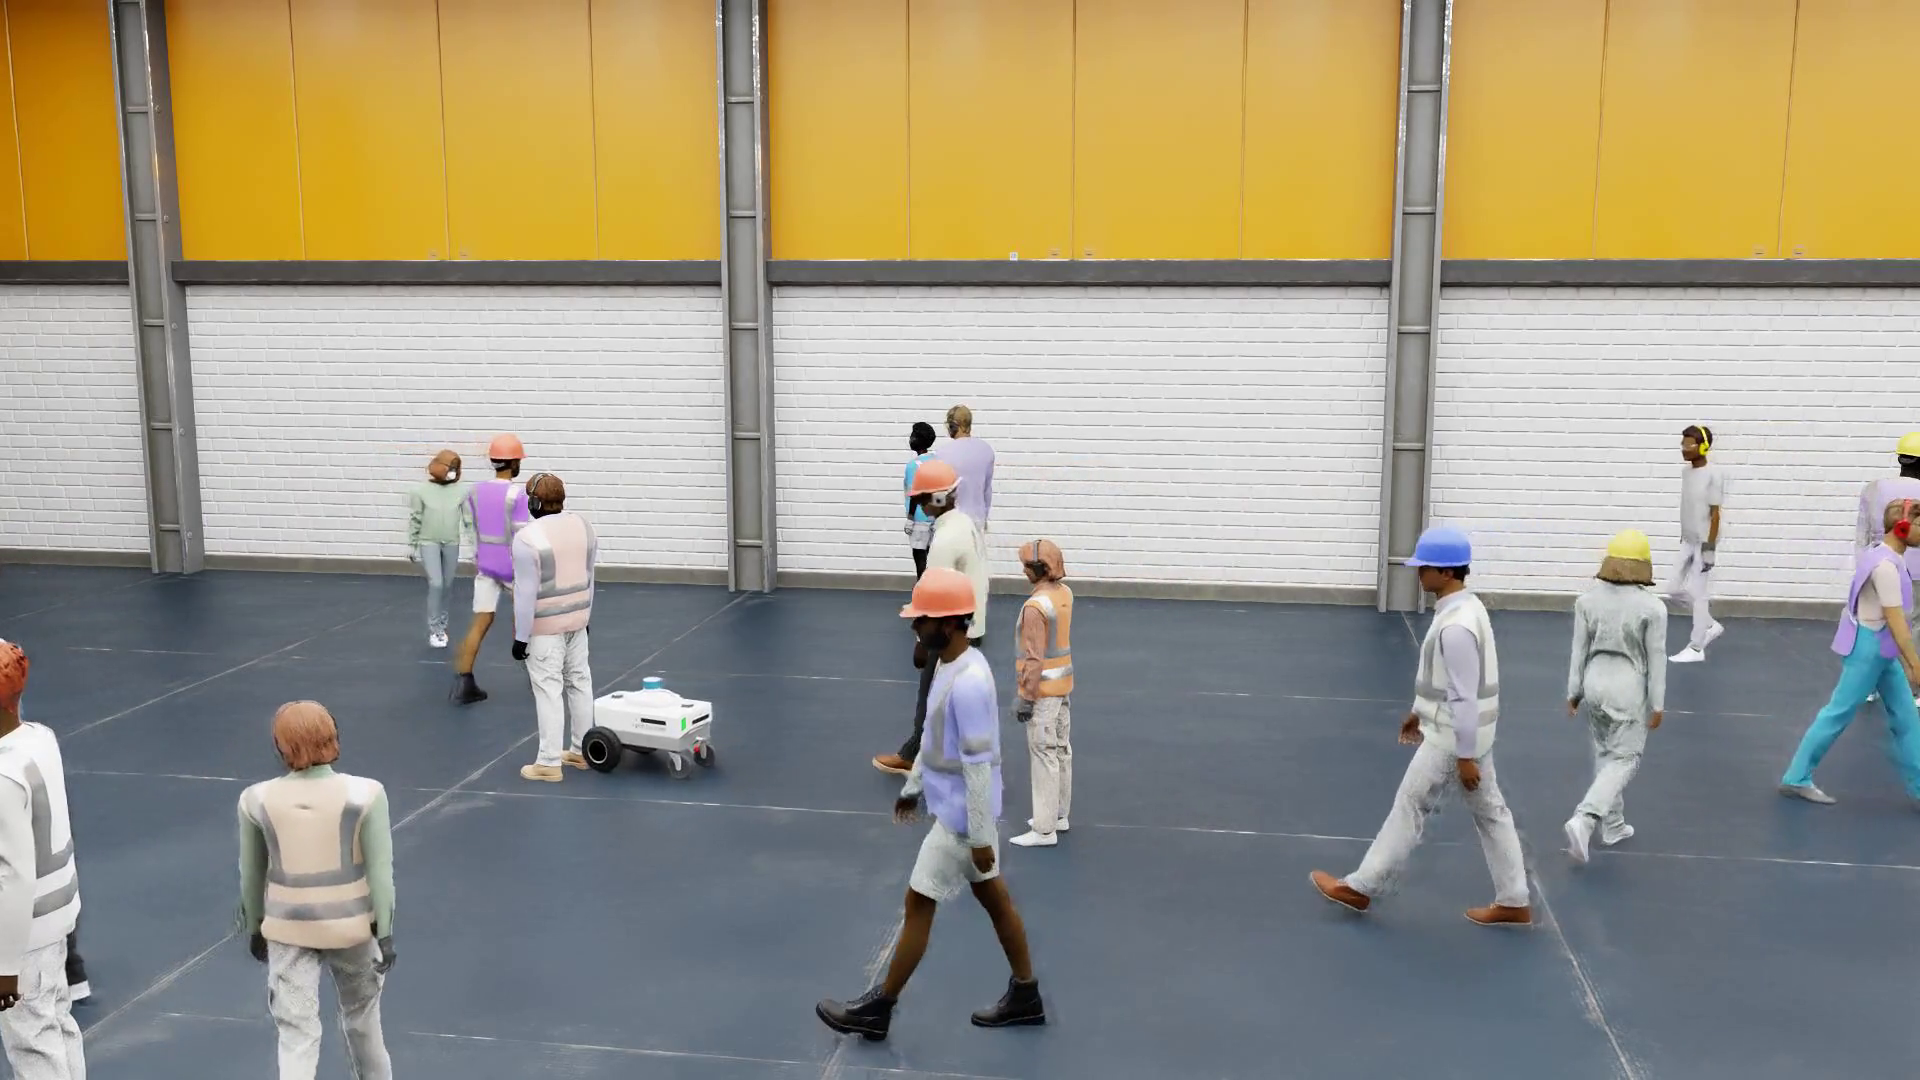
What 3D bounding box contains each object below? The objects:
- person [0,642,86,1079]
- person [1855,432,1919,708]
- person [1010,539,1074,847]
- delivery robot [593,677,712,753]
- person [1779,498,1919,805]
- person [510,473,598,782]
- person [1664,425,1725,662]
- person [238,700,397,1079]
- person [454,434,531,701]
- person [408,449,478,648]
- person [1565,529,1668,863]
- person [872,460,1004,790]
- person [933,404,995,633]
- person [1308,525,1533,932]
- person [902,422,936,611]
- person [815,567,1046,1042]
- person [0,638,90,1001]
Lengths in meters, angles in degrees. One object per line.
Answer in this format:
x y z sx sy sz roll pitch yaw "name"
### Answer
-2.997 1.245 5.301 0.341 1.882 0.586 -3 10 -19 "person"
6.549 0.207 11.568 0.382 1.924 0.594 -8 12 -41 "person"
0.448 0.802 8.786 0.308 1.639 0.510 4 10 22 "person"
-1.867 1.080 10.117 0.707 0.478 0.477 4 10 25 "delivery robot"
5.158 0.652 9.281 1.007 1.779 0.559 6 11 34 "person"
-2.440 0.515 9.935 0.430 1.845 0.620 6 11 31 "person"
5.731 0.038 12.857 0.442 1.857 0.529 -2 9 -11 "person"
-2.183 1.336 5.654 0.531 1.589 0.885 -1 9 -8 "person"
-3.264 0.186 11.856 0.555 1.886 1.033 4 10 24 "person"
-4.161 0.066 13.421 0.523 1.600 0.597 -7 11 -36 "person"
3.356 0.794 8.581 0.741 1.709 0.489 -7 12 -38 "person"
-0.168 0.508 9.631 0.930 1.949 0.629 2 9 9 "person"
0.015 -0.150 13.740 0.373 1.940 0.628 9 13 42 "person"
2.183 0.863 7.657 1.036 1.878 0.603 4 10 23 "person"
-0.335 -0.205 14.809 0.315 1.700 0.540 4 10 26 "person"
-0.097 1.042 6.524 0.980 1.890 0.568 0 9 0 "person"
-4.089 1.012 6.806 1.030 1.857 0.607 1 9 4 "person"
